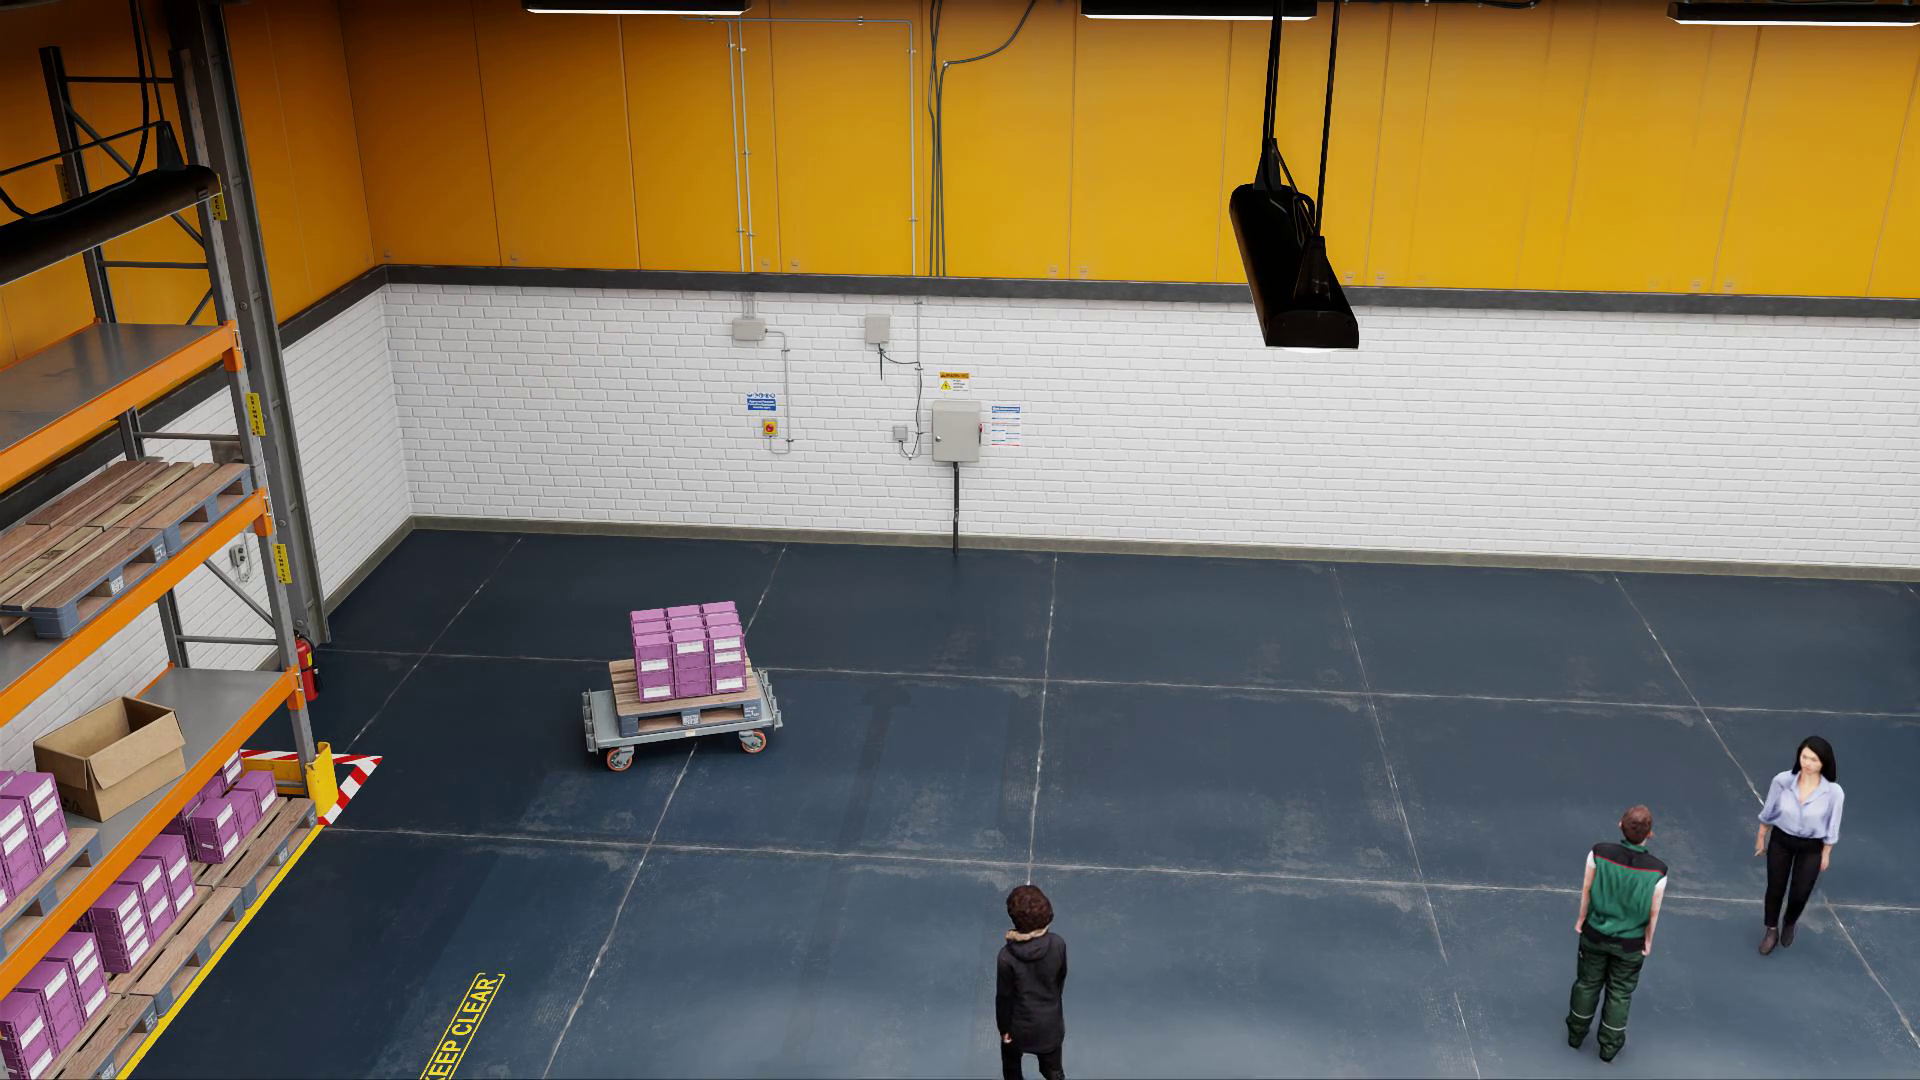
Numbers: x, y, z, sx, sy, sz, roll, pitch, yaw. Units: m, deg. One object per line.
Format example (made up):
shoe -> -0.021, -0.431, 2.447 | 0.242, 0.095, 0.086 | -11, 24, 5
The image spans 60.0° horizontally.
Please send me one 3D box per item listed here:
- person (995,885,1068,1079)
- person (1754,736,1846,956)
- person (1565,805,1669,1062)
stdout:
person -> 0.469, 2.872, 9.842 | 0.876, 1.754, 1.174 | -6, 24, -14
person -> 5.845, 2.120, 11.590 | 0.788, 1.732, 0.822 | 18, 29, 35
person -> 4.176, 2.487, 10.614 | 0.721, 1.842, 0.726 | 13, 27, 27
